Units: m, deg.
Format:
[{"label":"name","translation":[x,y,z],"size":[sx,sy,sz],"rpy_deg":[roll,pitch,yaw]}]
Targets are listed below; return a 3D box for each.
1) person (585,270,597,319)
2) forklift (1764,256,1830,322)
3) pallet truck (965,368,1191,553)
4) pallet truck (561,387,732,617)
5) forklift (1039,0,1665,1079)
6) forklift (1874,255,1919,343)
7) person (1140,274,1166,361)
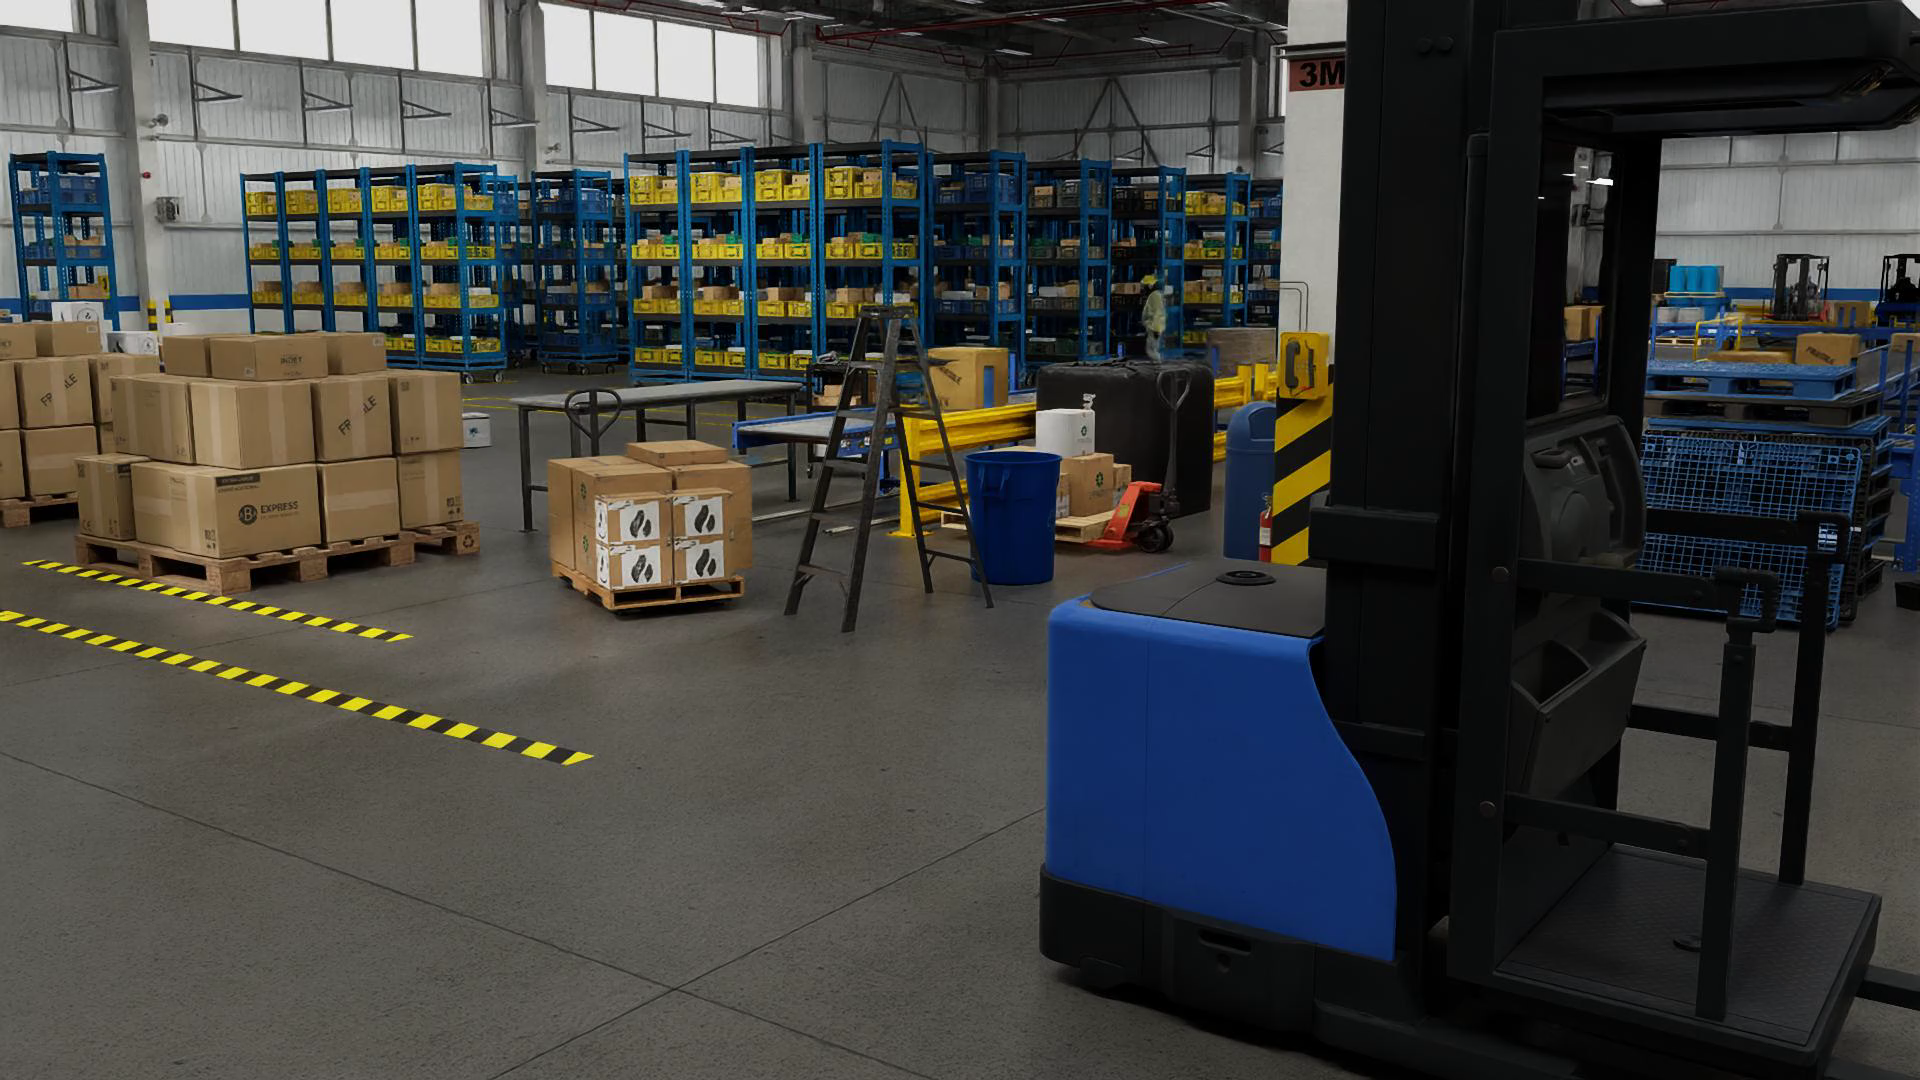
[{"label":"person","translation":[-8.797,-5.541,39.720],"size":[0.559,1.816,0.659],"rpy_deg":[5,11,25]},{"label":"forklift","translation":[20.253,-5.854,40.139],"size":[1.157,1.987,2.680],"rpy_deg":[7,12,35]},{"label":"pallet truck","translation":[0.845,-0.609,11.869],"size":[1.630,1.274,0.653],"rpy_deg":[7,12,35]},{"label":"pallet truck","translation":[-1.981,-0.274,10.088],"size":[0.680,1.201,1.601],"rpy_deg":[-5,11,-28]},{"label":"forklift","translation":[1.249,-0.137,4.360],"size":[1.873,2.768,1.129],"rpy_deg":[7,12,35]},{"label":"forklift","translation":[22.089,-5.634,38.796],"size":[1.157,1.987,2.680],"rpy_deg":[6,11,33]},{"label":"person","translation":[3.225,-3.525,27.780],"size":[0.473,1.801,0.621],"rpy_deg":[1,10,6]}]
